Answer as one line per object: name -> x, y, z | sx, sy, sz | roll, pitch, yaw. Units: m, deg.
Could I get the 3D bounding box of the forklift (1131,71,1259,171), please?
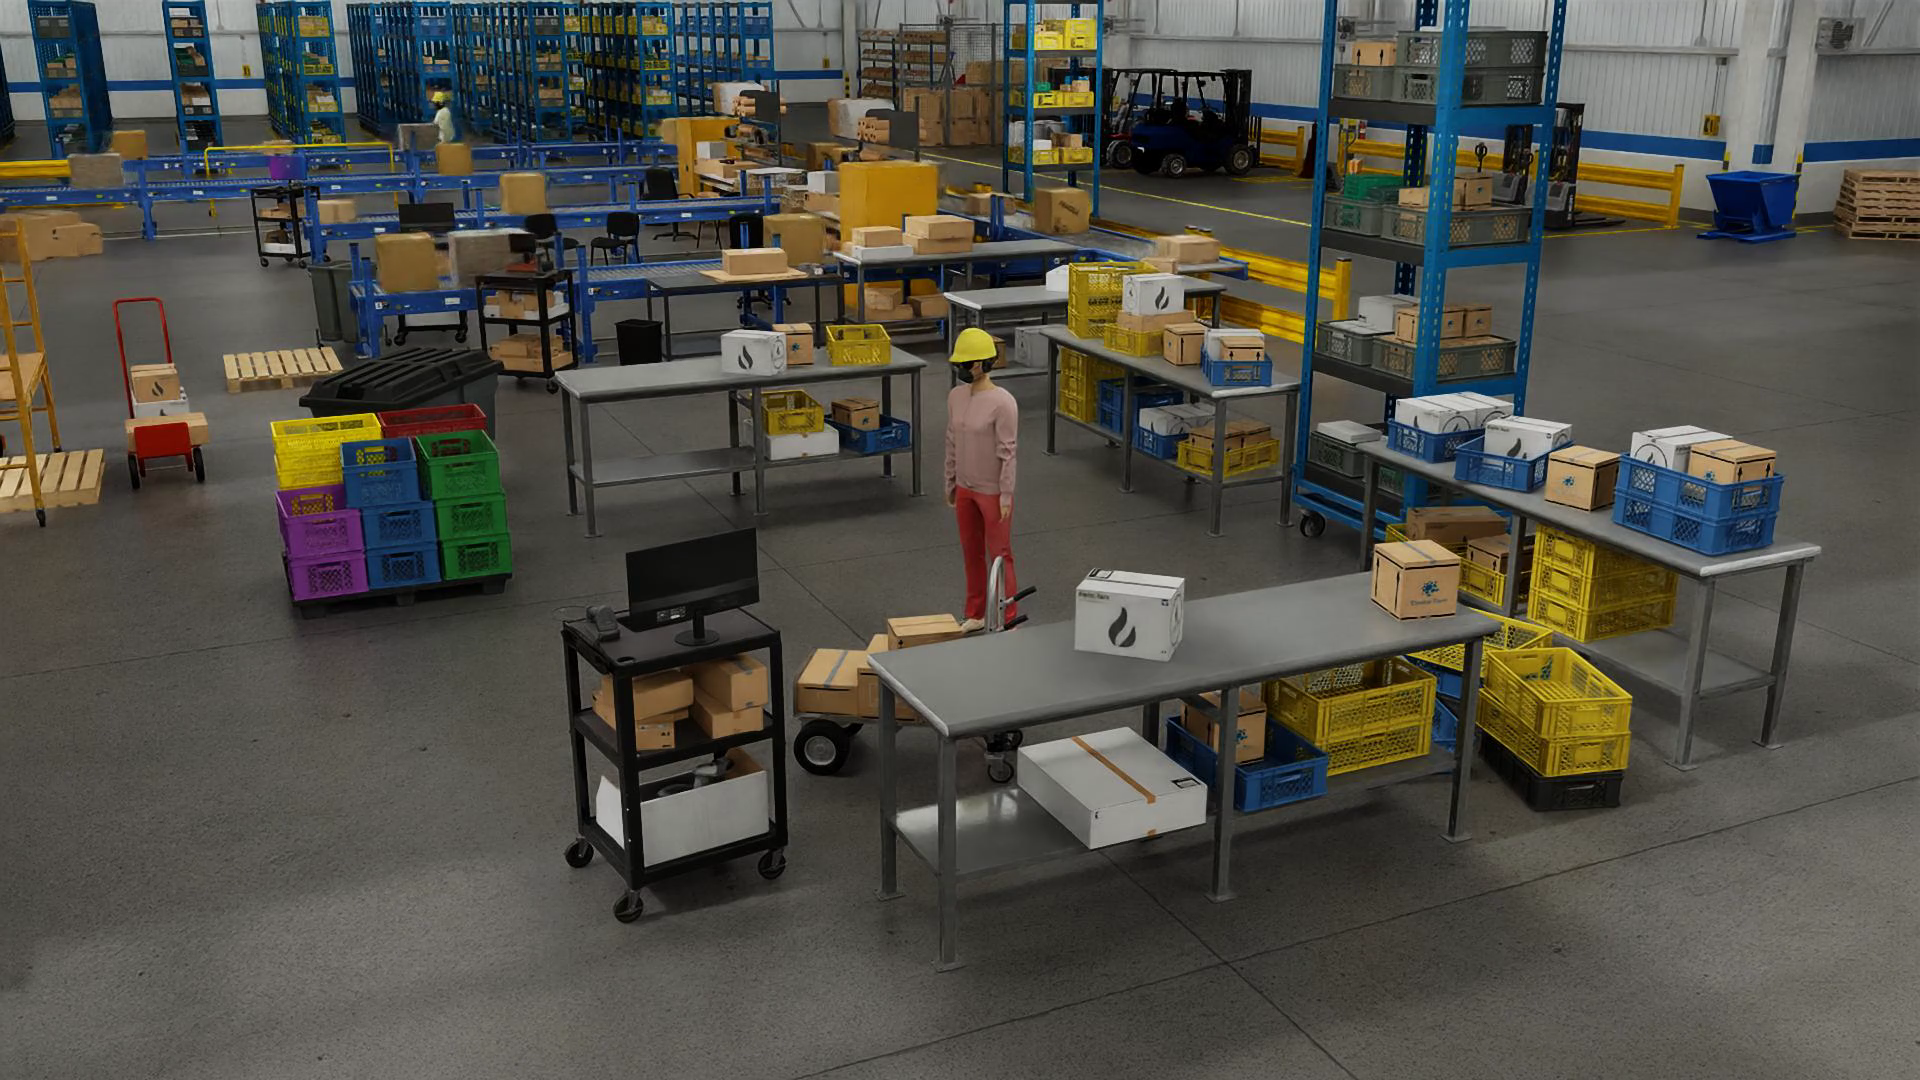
forklift -> 4.998, -8.936, 35.413 | 2.680, 1.987, 1.157 | -9, 20, -25

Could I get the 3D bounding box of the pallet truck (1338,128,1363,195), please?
pallet truck -> 7.845, -7.140, 31.411 | 1.522, 1.261, 0.704 | -9, 20, -25

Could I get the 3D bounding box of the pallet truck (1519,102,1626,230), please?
pallet truck -> 9.972, -6.037, 26.785 | 1.885, 1.965, 0.823 | -9, 20, -25

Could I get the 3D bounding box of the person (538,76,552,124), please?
person -> -11.003, -11.487, 44.199 | 0.373, 1.843, 0.572 | -11, 21, -31

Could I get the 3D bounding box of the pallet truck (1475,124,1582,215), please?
pallet truck -> 9.707, -6.455, 28.103 | 1.885, 1.965, 0.823 | -7, 19, -20

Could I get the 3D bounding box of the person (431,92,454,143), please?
person -> -10.471, -8.144, 33.707 | 0.412, 1.819, 0.619 | -8, 19, -23

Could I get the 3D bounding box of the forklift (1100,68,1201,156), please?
forklift -> 4.082, -9.564, 37.410 | 2.680, 1.987, 1.157 | -8, 19, -23

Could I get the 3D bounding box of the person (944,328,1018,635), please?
person -> 0.102, -0.279, 9.041 | 0.330, 1.760, 0.526 | -15, 23, -39

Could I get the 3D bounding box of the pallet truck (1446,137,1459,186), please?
pallet truck -> 9.184, -6.485, 29.328 | 1.630, 1.274, 0.653 | -8, 19, -23

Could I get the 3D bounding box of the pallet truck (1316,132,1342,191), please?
pallet truck -> 7.723, -7.504, 32.656 | 1.601, 1.201, 0.680 | -8, 19, -23
